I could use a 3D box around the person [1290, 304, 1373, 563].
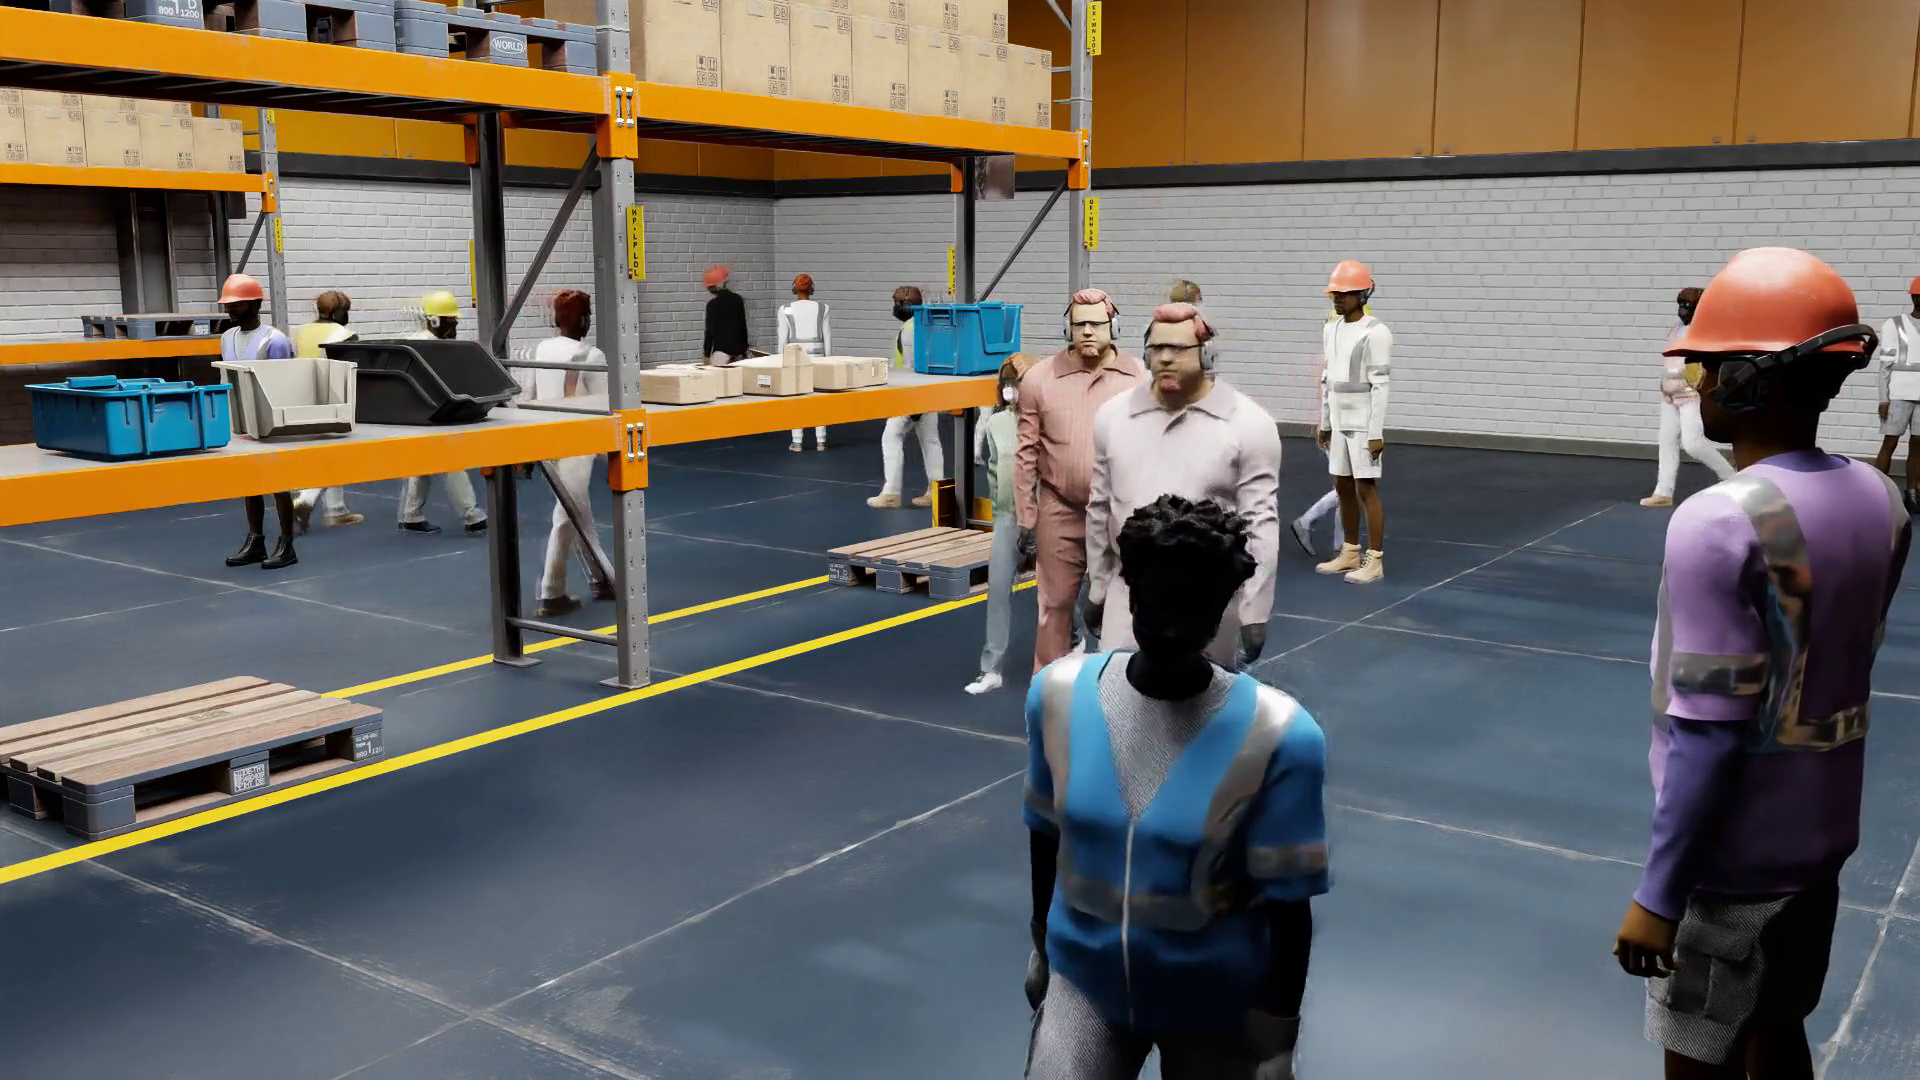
[{"bbox_3d":[2.528,-0.704,11.080,0.455,1.749,0.533,4,10,22],"label":"person"}]

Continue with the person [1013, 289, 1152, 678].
[{"bbox_3d":[0.547,-0.100,7.036,0.652,1.906,0.402,1,10,4],"label":"person"}]

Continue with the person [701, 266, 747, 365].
[{"bbox_3d":[-2.692,-2.158,19.164,0.408,1.953,0.732,7,12,34],"label":"person"}]

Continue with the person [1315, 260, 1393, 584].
[{"bbox_3d":[2.459,-0.736,10.488,0.453,2.030,0.620,-3,10,-19],"label":"person"}]

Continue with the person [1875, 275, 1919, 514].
[{"bbox_3d":[7.602,-1.158,13.256,0.549,1.934,0.379,0,10,2],"label":"person"}]

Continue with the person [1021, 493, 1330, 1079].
[{"bbox_3d":[0.293,0.752,2.657,0.548,1.656,0.837,5,11,26],"label":"person"}]

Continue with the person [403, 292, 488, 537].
[{"bbox_3d":[-3.738,-0.911,12.200,0.875,1.786,0.608,-1,10,-6],"label":"person"}]

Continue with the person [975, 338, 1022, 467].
[{"bbox_3d":[0.412,-1.520,16.435,0.532,1.589,0.896,8,12,39],"label":"person"}]

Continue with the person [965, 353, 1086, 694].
[{"bbox_3d":[0.352,-0.100,7.966,0.519,1.598,0.817,6,12,34],"label":"person"}]

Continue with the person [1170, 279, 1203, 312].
[{"bbox_3d":[1.612,-0.987,12.385,1.009,1.893,0.647,-1,10,-4],"label":"person"}]

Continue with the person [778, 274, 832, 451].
[{"bbox_3d":[-1.646,-1.880,17.704,0.573,1.883,0.357,-2,10,-13],"label":"person"}]

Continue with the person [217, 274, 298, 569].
[{"bbox_3d":[-4.640,-0.769,10.928,0.551,1.935,0.375,4,10,21],"label":"person"}]

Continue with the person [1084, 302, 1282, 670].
[{"bbox_3d":[0.653,0.201,5.293,0.673,1.881,0.785,4,10,23],"label":"person"}]

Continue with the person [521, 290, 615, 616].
[{"bbox_3d":[-2.160,-0.519,9.683,0.614,1.848,0.905,7,12,35],"label":"person"}]

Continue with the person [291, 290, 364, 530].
[{"bbox_3d":[-4.786,-0.955,12.435,0.642,1.813,0.740,5,11,26],"label":"person"}]

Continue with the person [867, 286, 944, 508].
[{"bbox_3d":[-0.454,-1.161,13.639,0.746,1.818,0.650,3,10,17],"label":"person"}]

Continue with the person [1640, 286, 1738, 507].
[{"bbox_3d":[6.032,-1.163,13.635,0.728,1.821,0.634,-2,10,-12],"label":"person"}]

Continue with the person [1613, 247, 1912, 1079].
[{"bbox_3d":[1.359,0.521,2.928,0.615,2.043,0.373,-7,12,-38],"label":"person"}]
